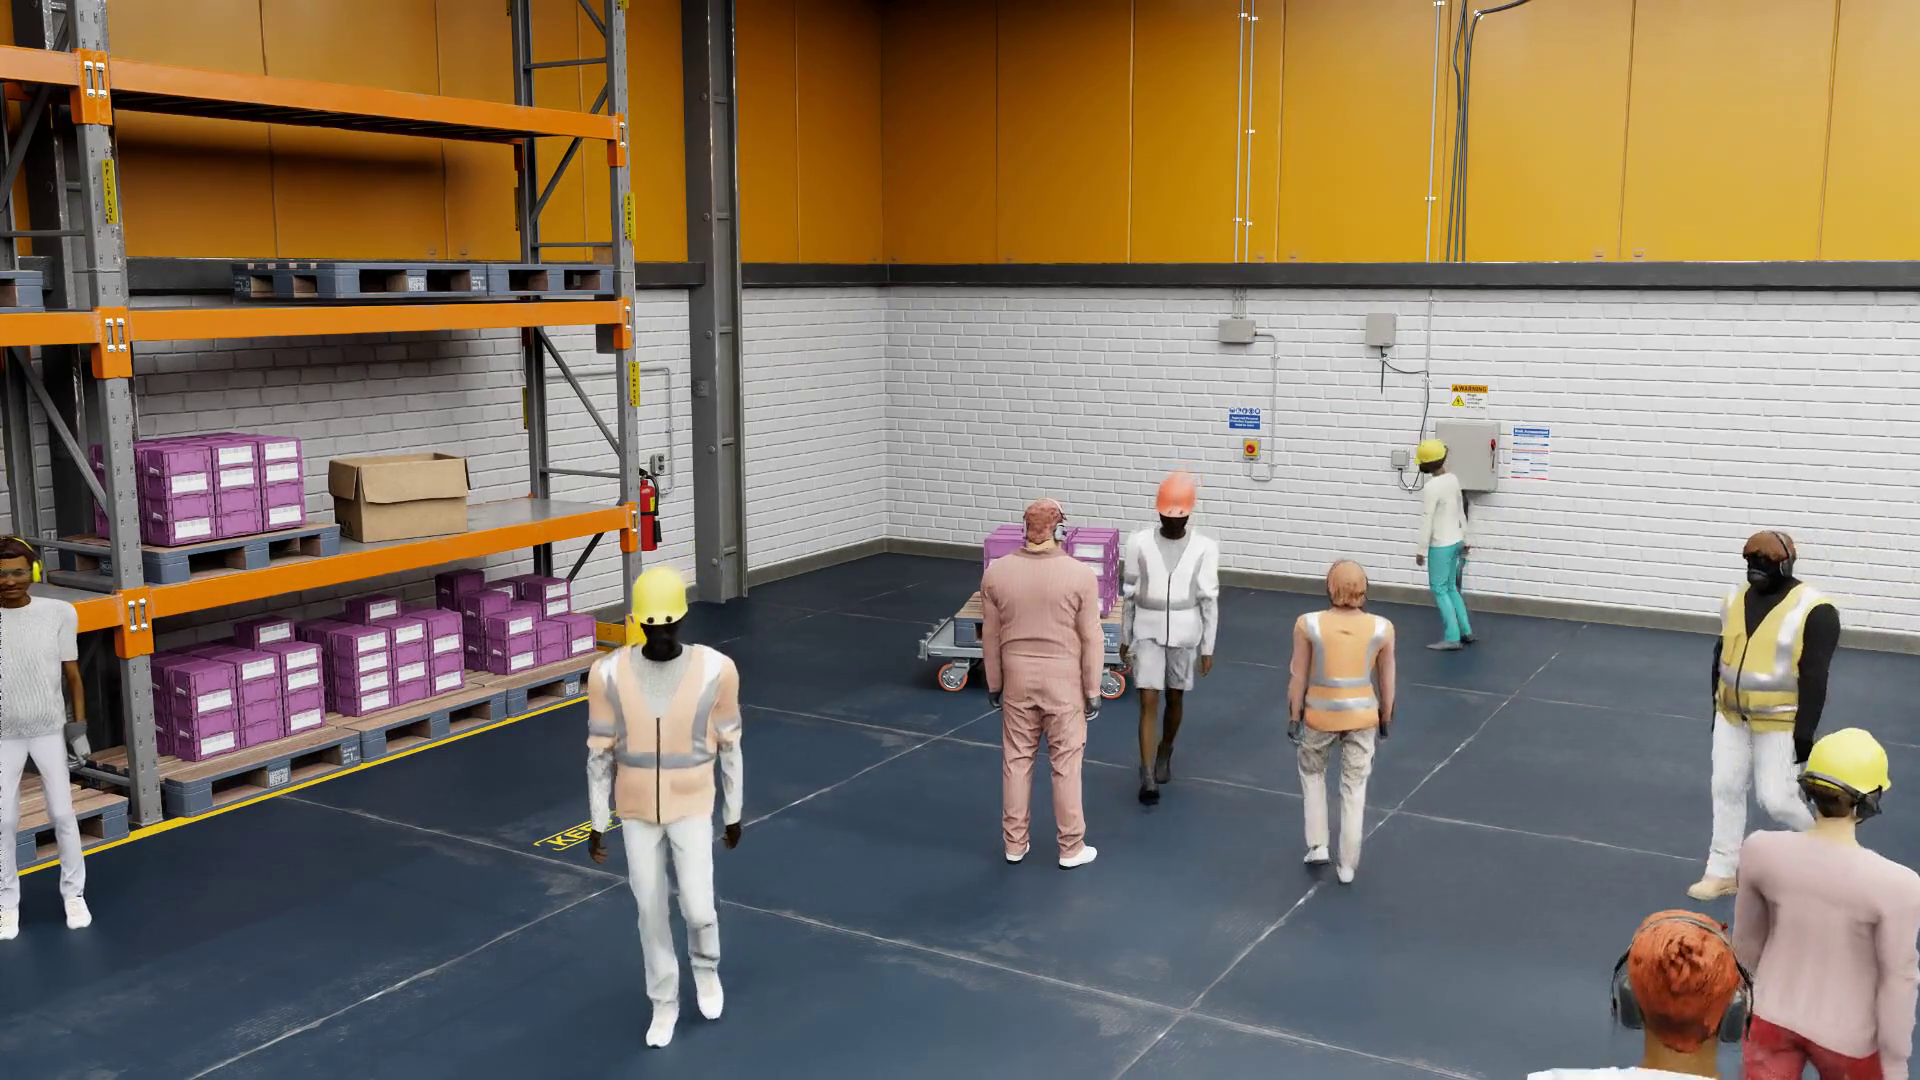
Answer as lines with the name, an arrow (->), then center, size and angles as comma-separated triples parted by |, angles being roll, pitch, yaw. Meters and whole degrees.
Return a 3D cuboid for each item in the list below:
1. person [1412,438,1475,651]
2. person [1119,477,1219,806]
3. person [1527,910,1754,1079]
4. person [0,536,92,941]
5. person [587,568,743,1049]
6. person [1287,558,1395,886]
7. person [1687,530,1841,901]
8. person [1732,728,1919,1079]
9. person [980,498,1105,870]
person -> 3.854, 0.038, 13.354 | 0.454, 1.723, 0.549 | 7, 12, 38
person -> 1.195, 0.573, 9.550 | 0.563, 1.873, 1.012 | 1, 9, 5
person -> 1.330, 1.605, 3.155 | 0.621, 1.860, 0.520 | 4, 10, 23
person -> -4.271, 0.896, 7.612 | 0.509, 1.860, 0.318 | -5, 10, -27
person -> -1.155, 1.041, 6.509 | 0.600, 1.910, 0.407 | 0, 9, 0
person -> 1.899, 0.899, 8.308 | 0.538, 1.621, 0.437 | 1, 9, 5
person -> 3.893, 0.847, 8.009 | 0.631, 1.823, 0.640 | -5, 10, -26
person -> 2.561, 1.388, 4.871 | 0.800, 1.733, 0.547 | -7, 12, -39
person -> 0.435, 0.732, 8.491 | 0.638, 1.902, 0.407 | 3, 10, 21
